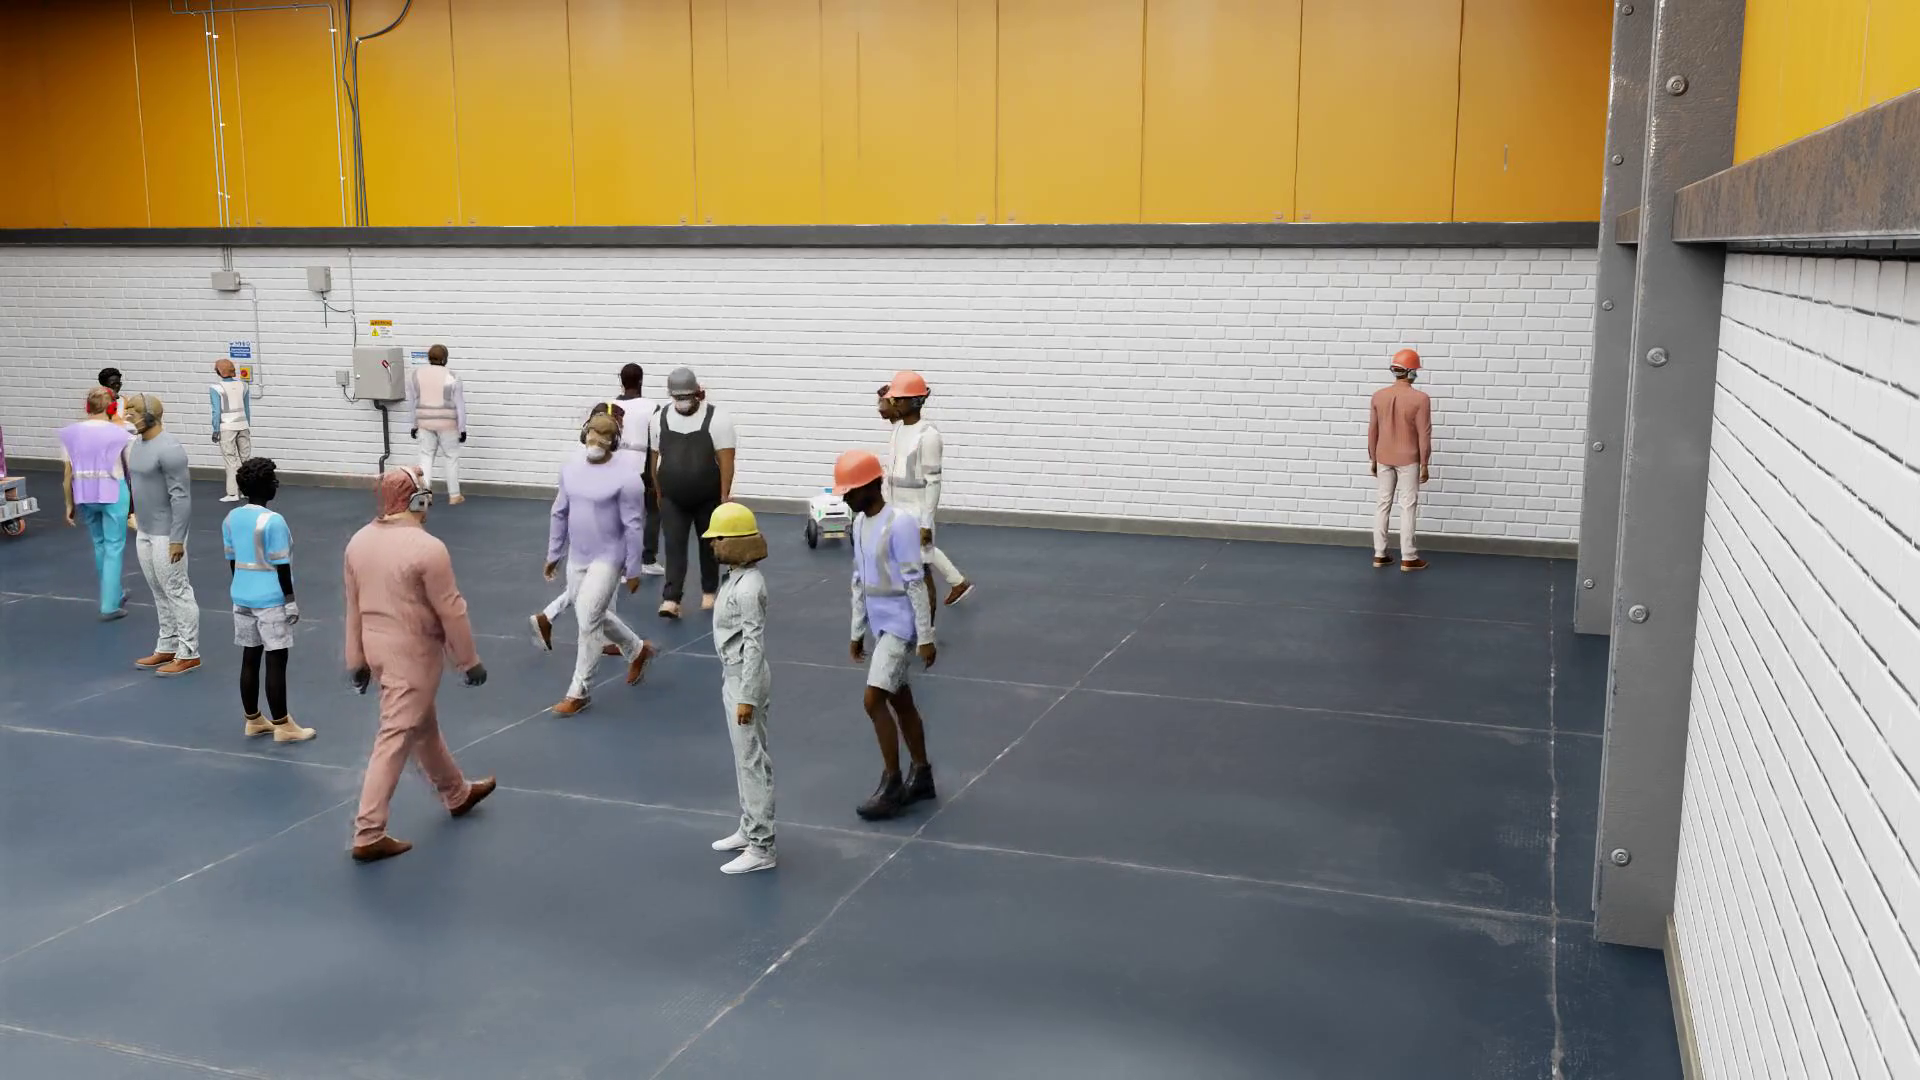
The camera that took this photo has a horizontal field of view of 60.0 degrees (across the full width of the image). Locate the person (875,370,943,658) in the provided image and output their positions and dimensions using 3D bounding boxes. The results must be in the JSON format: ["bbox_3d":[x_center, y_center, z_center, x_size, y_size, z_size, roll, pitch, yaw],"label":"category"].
[{"bbox_3d":[-0.363,-0.187,11.866,0.371,2.044,0.608,-6,12,-32],"label":"person"}]

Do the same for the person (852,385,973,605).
[{"bbox_3d":[-0.372,-0.358,13.493,0.950,1.820,0.583,-1,10,-3],"label":"person"}]

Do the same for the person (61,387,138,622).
[{"bbox_3d":[-6.658,-0.300,13.115,0.596,1.816,0.763,0,10,1],"label":"person"}]

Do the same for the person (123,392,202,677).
[{"bbox_3d":[-5.445,-0.040,11.337,0.635,1.936,0.353,9,13,41],"label":"person"}]

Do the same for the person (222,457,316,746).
[{"bbox_3d":[-4.083,0.358,9.771,0.530,1.697,0.321,7,12,33],"label":"person"}]

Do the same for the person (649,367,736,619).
[{"bbox_3d":[-2.113,-0.395,13.046,0.692,2.000,1.014,0,10,-1],"label":"person"}]

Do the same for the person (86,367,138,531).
[{"bbox_3d":[-8.542,-0.898,16.846,0.318,1.697,0.535,6,12,29],"label":"person"}]

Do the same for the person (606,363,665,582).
[{"bbox_3d":[-2.825,-0.596,14.555,0.616,1.896,0.661,3,11,17],"label":"person"}]

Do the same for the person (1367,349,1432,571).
[{"bbox_3d":[3.980,-0.726,15.033,0.391,1.995,0.613,-9,14,-43],"label":"person"}]

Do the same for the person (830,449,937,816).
[{"bbox_3d":[-0.407,0.472,8.598,0.669,1.883,0.600,-5,11,-26],"label":"person"}]

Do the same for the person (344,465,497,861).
[{"bbox_3d":[-2.646,0.569,8.121,0.644,1.857,0.997,8,13,36],"label":"person"}]

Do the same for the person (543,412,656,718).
[{"bbox_3d":[-2.233,0.125,10.502,0.682,1.906,0.866,6,12,32],"label":"person"}]

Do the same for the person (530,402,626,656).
[{"bbox_3d":[-2.647,-0.054,11.700,0.704,1.834,0.582,-3,11,-19],"label":"person"}]

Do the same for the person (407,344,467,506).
[{"bbox_3d":[-5.846,-1.282,18.635,0.664,1.836,0.537,0,10,1],"label":"person"}]

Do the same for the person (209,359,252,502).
[{"bbox_3d":[-8.308,-1.247,18.976,0.314,1.638,0.515,5,11,26],"label":"person"}]

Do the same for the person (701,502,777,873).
[{"bbox_3d":[-1.040,0.685,7.801,0.306,1.741,0.493,-2,10,-14],"label":"person"}]

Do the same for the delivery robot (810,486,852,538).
[{"bbox_3d":[-1.271,-0.283,16.331,0.477,0.478,0.707,-2,10,-11],"label":"delivery robot"}]
